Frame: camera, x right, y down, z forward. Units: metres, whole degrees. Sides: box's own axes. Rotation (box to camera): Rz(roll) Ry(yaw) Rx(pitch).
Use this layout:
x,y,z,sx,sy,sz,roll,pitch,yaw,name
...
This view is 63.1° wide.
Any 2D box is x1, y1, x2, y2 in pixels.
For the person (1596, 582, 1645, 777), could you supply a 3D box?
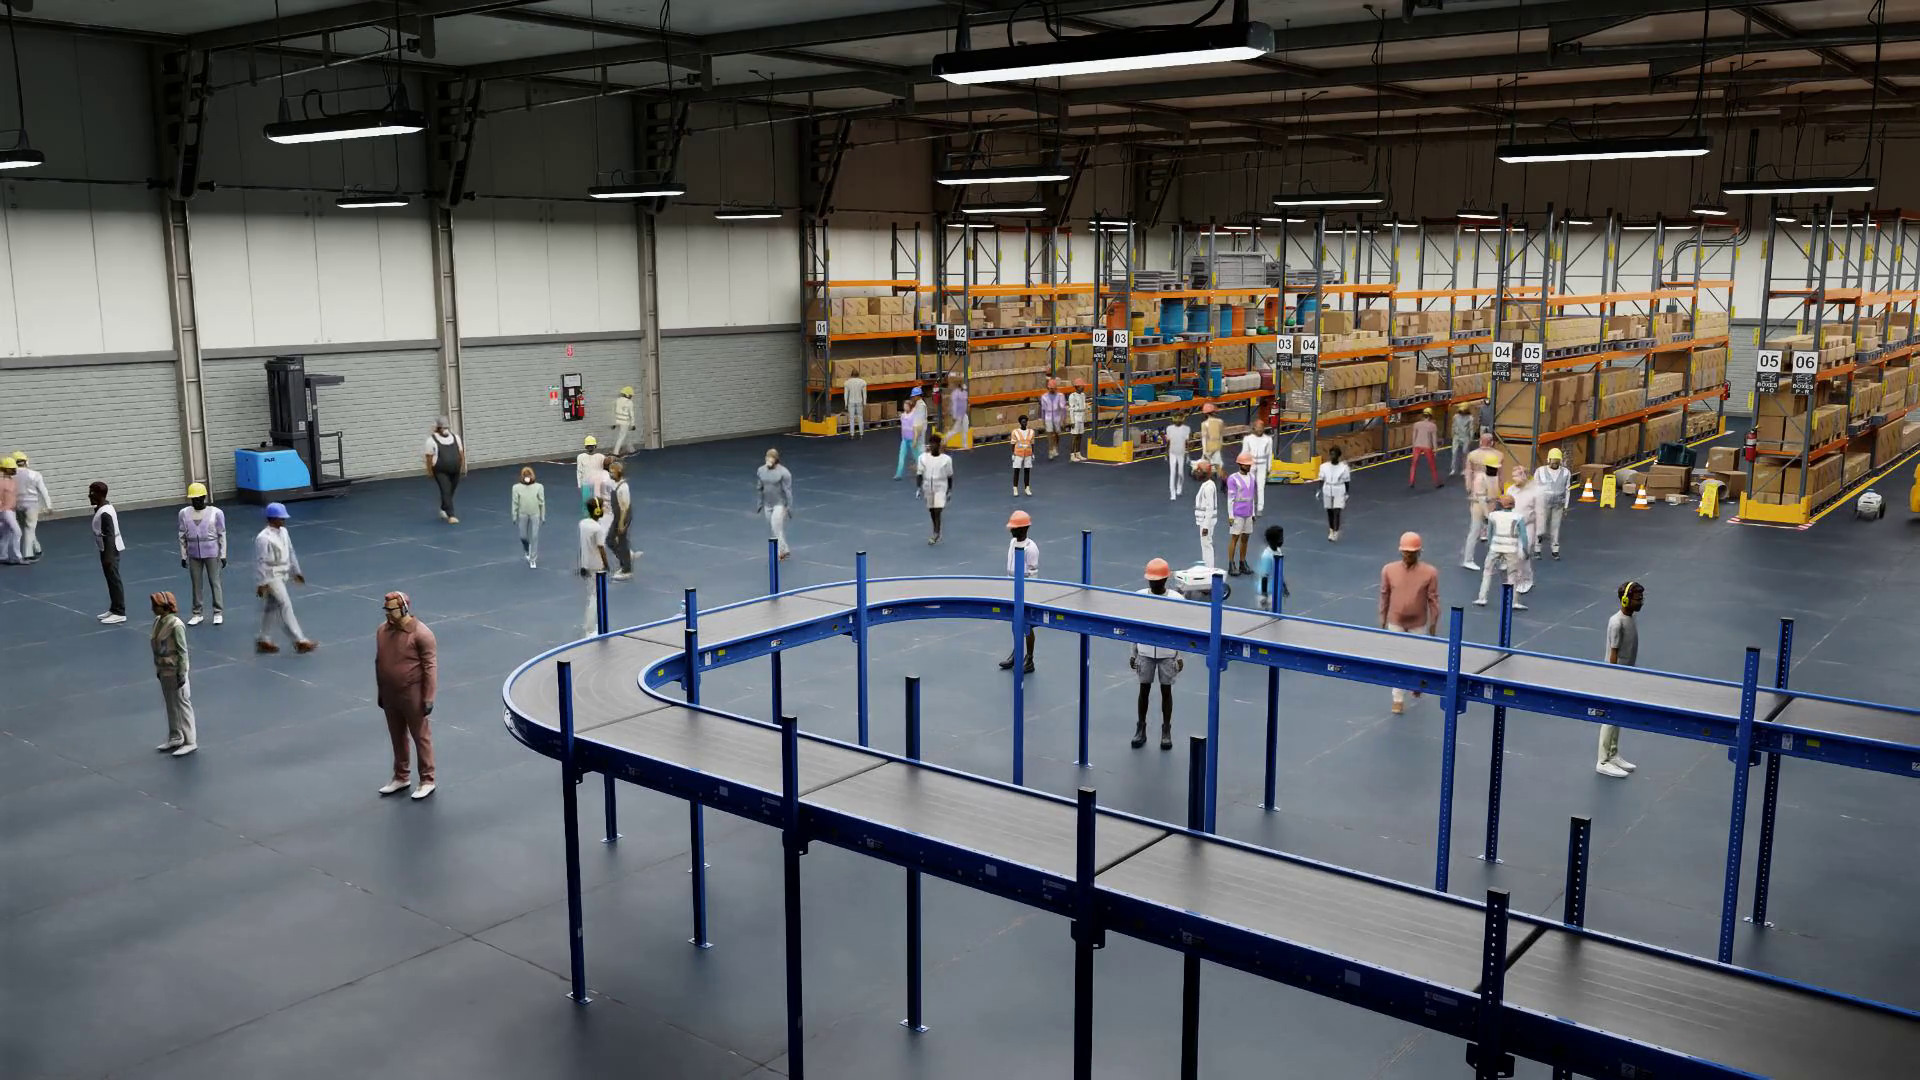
x,y,z,sx,sy,sz,roll,pitch,yaw,name
6.297,1.309,14.882,0.319,1.858,0.511,8,13,37,person

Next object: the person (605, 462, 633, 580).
x,y,z,sx,sy,sz,roll,pitch,yaw,name
-5.236,-0.295,23.985,0.409,1.827,0.544,-5,11,-25,person

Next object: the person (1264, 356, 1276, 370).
x,y,z,sx,sy,sz,roll,pitch,yaw,name
10.792,-5.578,54.307,0.510,1.609,0.501,-1,10,-7,person

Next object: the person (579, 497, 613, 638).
x,y,z,sx,sy,sz,roll,pitch,yaw,name
-4.704,0.360,20.227,0.492,1.850,0.550,-8,13,-40,person

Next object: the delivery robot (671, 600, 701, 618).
x,y,z,sx,sy,sz,roll,pitch,yaw,name
-3.510,0.885,20.037,0.335,0.223,0.698,1,10,7,delivery robot

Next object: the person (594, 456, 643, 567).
x,y,z,sx,sy,sz,roll,pitch,yaw,name
-5.577,-0.453,24.997,1.010,1.781,0.621,-6,12,-29,person

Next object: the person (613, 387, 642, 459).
x,y,z,sx,sy,sz,roll,pitch,yaw,name
-8.337,-2.904,38.811,0.627,1.773,0.956,9,14,42,person

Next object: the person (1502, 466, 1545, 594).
x,y,z,sx,sy,sz,roll,pitch,yaw,name
8.223,-0.146,22.992,0.513,1.877,0.667,-7,12,-33,person

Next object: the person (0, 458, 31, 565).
x,y,z,sx,sy,sz,roll,pitch,yaw,name
-15.208,-0.453,25.116,0.691,1.743,0.541,-1,10,-8,person

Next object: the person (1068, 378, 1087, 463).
x,y,z,sx,sy,sz,roll,pitch,yaw,name
2.901,-2.931,38.201,0.369,2.048,0.608,8,13,37,person

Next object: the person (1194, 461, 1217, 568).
x,y,z,sx,sy,sz,roll,pitch,yaw,name
3.704,-0.255,23.596,0.337,1.882,0.585,1,10,6,person

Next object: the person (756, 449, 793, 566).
x,y,z,sx,sy,sz,roll,pitch,yaw,name
-2.925,-0.547,25.236,0.650,1.905,0.728,7,12,34,person

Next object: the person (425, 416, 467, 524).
x,y,z,sx,sy,sz,roll,pitch,yaw,name
-9.700,-1.354,29.460,0.986,2.000,0.678,10,14,44,person

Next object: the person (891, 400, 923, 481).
x,y,z,sx,sy,sz,roll,pitch,yaw,name
-1.116,-2.246,35.077,0.588,1.797,0.981,9,14,42,person

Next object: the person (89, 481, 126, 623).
x,y,z,sx,sy,sz,roll,pitch,yaw,name
-11.540,0.154,21.197,0.395,1.920,0.587,-6,12,-32,person

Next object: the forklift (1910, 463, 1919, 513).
x,y,z,sx,sy,sz,roll,pitch,yaw,name
19.034,-1.348,28.998,2.313,2.155,1.214,8,13,37,forklift

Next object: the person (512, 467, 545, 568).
x,y,z,sx,sy,sz,roll,pitch,yaw,name
-6.891,-0.383,25.042,0.514,1.617,0.500,-2,10,-12,person

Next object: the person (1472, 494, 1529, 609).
x,y,z,sx,sy,sz,roll,pitch,yaw,name
7.641,0.161,22.014,0.754,1.620,0.358,6,12,32,person

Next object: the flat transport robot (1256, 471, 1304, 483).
x,y,z,sx,sy,sz,roll,pitch,yaw,name
6.865,-1.404,34.721,1.431,0.197,0.652,0,10,2,flat transport robot

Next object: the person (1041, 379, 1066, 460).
x,y,z,sx,sy,sz,roll,pitch,yaw,name
2.336,-3.015,38.870,0.633,2.001,0.968,2,10,9,person

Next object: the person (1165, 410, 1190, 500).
x,y,z,sx,sy,sz,roll,pitch,yaw,name
4.494,-1.776,32.312,0.530,1.836,0.741,2,10,10,person

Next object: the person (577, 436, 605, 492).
x,y,z,sx,sy,sz,roll,pitch,yaw,name
-6.600,-0.989,28.060,0.523,1.769,0.321,-1,10,-8,person

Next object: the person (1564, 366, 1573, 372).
x,y,z,sx,sy,sz,roll,pitch,yaw,name
18.140,-4.327,46.593,0.541,1.881,1.061,6,12,32,person

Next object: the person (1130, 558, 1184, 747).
x,y,z,sx,sy,sz,roll,pitch,yaw,name
1.971,1.127,15.676,0.550,1.933,0.374,3,10,14,person

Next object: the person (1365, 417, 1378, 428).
x,y,z,sx,sy,sz,roll,pitch,yaw,name
11.725,-3.943,44.542,0.451,1.824,0.625,-10,14,-43,person

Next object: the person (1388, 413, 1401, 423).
x,y,z,sx,sy,sz,roll,pitch,yaw,name
13.187,-4.336,47.245,0.307,1.645,0.514,-4,11,-23,person

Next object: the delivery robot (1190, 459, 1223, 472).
x,y,z,sx,sy,sz,roll,pitch,yaw,name
5.552,-1.675,35.185,0.707,0.478,0.477,-1,10,-4,delivery robot

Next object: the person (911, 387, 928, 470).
x,y,z,sx,sy,sz,roll,pitch,yaw,name
-0.962,-2.632,36.813,0.400,1.942,0.602,-1,10,-8,person

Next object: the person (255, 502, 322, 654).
x,y,z,sx,sy,sz,roll,pitch,yaw,name
-8.390,0.475,19.441,0.964,1.901,0.627,0,10,-1,person

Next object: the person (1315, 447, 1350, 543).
x,y,z,sx,sy,sz,roll,pitch,yaw,name
6.480,-0.792,27.245,0.550,1.654,0.846,6,12,30,person

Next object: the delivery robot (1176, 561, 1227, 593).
x,y,z,sx,sy,sz,roll,pitch,yaw,name
3.490,0.551,22.659,0.707,0.478,0.477,-4,11,-19,delivery robot

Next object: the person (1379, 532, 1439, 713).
x,y,z,sx,sy,sz,roll,pitch,yaw,name
4.874,0.865,17.019,0.619,1.982,0.597,4,11,19,person

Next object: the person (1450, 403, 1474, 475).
x,y,z,sx,sy,sz,roll,pitch,yaw,name
11.417,-2.295,35.624,0.511,1.684,0.832,6,12,29,person

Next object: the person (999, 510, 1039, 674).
x,y,z,sx,sy,sz,roll,pitch,yaw,name
0.708,0.605,18.599,0.351,1.941,0.545,-6,12,-30,person

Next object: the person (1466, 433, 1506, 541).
x,y,z,sx,sy,sz,roll,pitch,yaw,name
9.210,-0.933,27.395,0.646,1.890,0.503,5,11,25,person

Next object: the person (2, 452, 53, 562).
x,y,z,sx,sy,sz,roll,pitch,yaw,name
-15.205,-0.552,25.554,0.684,1.770,0.833,-1,10,-7,person

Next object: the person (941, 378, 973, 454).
x,y,z,sx,sy,sz,roll,pitch,yaw,name
-0.071,-3.184,40.005,0.833,1.920,0.640,6,12,32,person

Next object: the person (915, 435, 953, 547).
x,y,z,sx,sy,sz,roll,pitch,yaw,name
-0.443,-0.867,26.978,0.605,1.916,1.023,3,10,16,person

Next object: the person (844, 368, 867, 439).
x,y,z,sx,sy,sz,roll,pitch,yaw,name
-2.886,-3.765,43.200,0.633,1.938,0.356,-2,10,-12,person

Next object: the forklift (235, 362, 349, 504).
x,y,z,sx,sy,sz,roll,pitch,yaw,name
-13.803,-2.244,32.110,1.129,2.768,1.873,8,13,37,forklift

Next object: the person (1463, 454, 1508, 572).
x,y,z,sx,sy,sz,roll,pitch,yaw,name
8.311,-0.411,24.487,0.584,1.873,0.982,-7,12,-35,person

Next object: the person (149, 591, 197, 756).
x,y,z,sx,sy,sz,roll,pitch,yaw,name
-7.799,1.310,15.480,0.523,1.638,0.311,8,13,38,person

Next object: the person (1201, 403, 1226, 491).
x,y,z,sx,sy,sz,roll,pitch,yaw,name
5.345,-1.933,32.986,0.570,1.909,0.745,-4,11,-20,person

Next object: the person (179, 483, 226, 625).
x,y,z,sx,sy,sz,roll,pitch,yaw,name
-10.166,0.182,21.011,0.585,1.929,0.377,-1,10,-7,person

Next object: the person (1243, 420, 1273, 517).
x,y,z,sx,sy,sz,roll,pitch,yaw,name
5.741,-1.411,30.263,0.577,1.840,0.987,2,10,11,person

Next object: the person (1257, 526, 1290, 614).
x,y,z,sx,sy,sz,roll,pitch,yaw,name
3.843,0.629,19.276,0.864,1.651,0.538,4,11,19,person

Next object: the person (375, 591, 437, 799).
x,y,z,sx,sy,sz,roll,pitch,yaw,name
-5.058,1.401,14.214,0.646,1.907,0.401,5,11,24,person

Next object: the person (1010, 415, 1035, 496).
x,y,z,sx,sy,sz,roll,pitch,yaw,name
1.311,-1.765,32.626,0.532,1.696,0.319,-3,10,-15,person

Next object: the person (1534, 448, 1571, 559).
x,y,z,sx,sy,sz,roll,pitch,yaw,name
9.698,-0.599,25.665,0.590,1.837,0.404,1,10,7,person

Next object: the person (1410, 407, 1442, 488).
x,y,z,sx,sy,sz,roll,pitch,yaw,name
10.084,-2.007,33.872,0.620,1.749,0.407,5,11,28,person

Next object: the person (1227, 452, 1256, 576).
x,y,z,sx,sy,sz,roll,pitch,yaw,name
4.408,-0.416,24.350,0.552,1.936,0.360,-7,12,-34,person

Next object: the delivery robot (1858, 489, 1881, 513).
x,y,z,sx,sy,sz,roll,pitch,yaw,name
17.372,-0.730,29.865,0.477,0.478,0.707,7,12,33,delivery robot

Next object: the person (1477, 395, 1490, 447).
x,y,z,sx,sy,sz,roll,pitch,yaw,name
13.014,-2.793,38.585,0.501,1.633,0.281,7,12,34,person
